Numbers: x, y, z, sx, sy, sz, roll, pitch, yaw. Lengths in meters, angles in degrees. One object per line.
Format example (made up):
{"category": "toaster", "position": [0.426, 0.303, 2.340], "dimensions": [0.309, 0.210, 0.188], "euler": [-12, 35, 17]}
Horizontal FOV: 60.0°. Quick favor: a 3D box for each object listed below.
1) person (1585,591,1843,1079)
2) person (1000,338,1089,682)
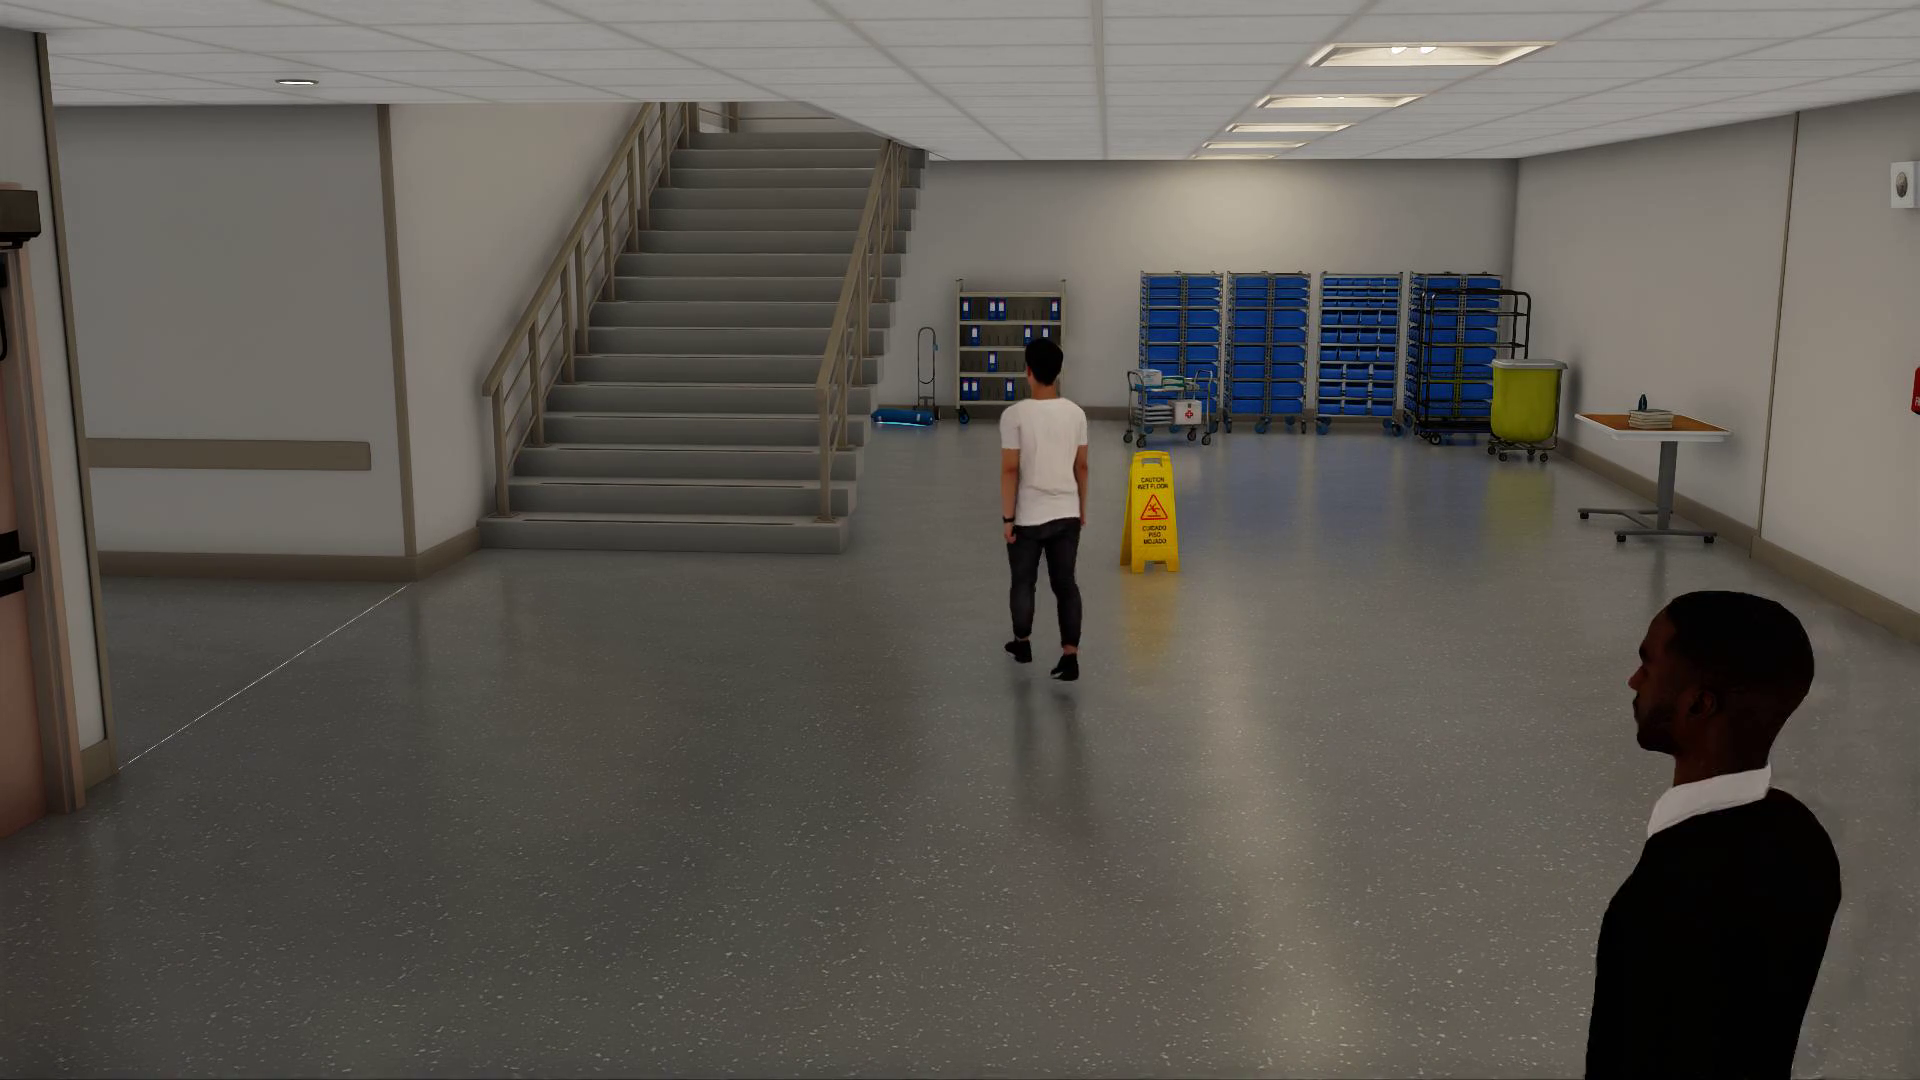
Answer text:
{"category": "person", "position": [1.050, 0.976, 2.190], "dimensions": [1.107, 1.780, 1.133], "euler": [-10, 15, -44]}
{"category": "person", "position": [0.445, -0.115, 8.204], "dimensions": [0.888, 1.683, 1.182], "euler": [-3, 11, -15]}
